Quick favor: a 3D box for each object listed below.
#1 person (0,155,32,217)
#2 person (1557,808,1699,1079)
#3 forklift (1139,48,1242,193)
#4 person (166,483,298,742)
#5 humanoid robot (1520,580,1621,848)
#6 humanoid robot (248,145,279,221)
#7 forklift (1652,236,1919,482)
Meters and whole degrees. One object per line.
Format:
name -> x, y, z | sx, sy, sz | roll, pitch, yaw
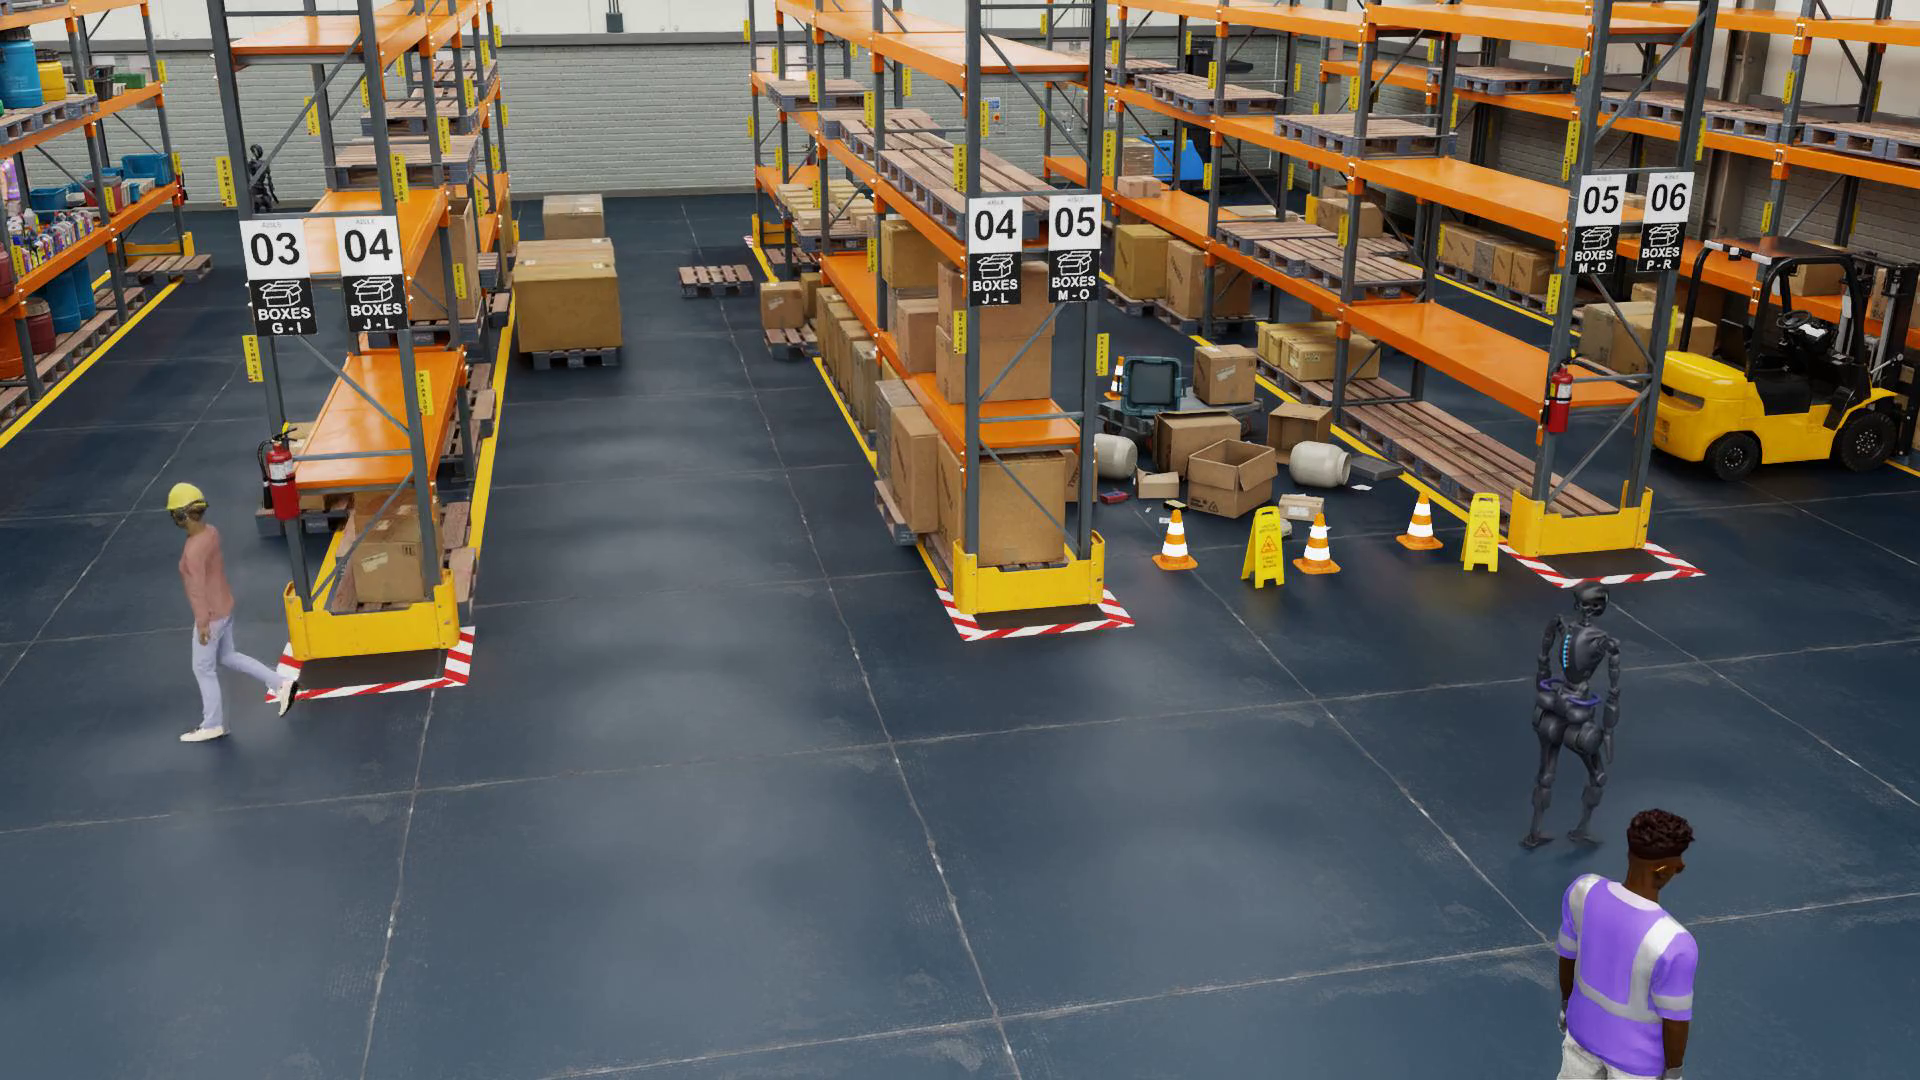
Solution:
person -> -15.359, -5.557, 27.131 | 0.349, 1.688, 0.489 | 11, 23, 27
person -> 2.600, 1.946, 6.537 | 0.373, 1.959, 0.602 | -11, 23, -26
forklift -> 4.566, -8.313, 32.860 | 1.873, 2.768, 1.129 | -4, 21, -12
person -> -4.810, 0.459, 10.854 | 0.677, 1.732, 0.540 | -4, 21, -10
humanoid robot -> 3.510, 0.992, 9.517 | 0.496, 1.649, 0.583 | -12, 24, -30
humanoid robot -> -11.623, -5.764, 27.743 | 0.754, 1.626, 0.602 | 7, 22, 19
forklift -> 8.013, -1.814, 16.330 | 2.313, 2.155, 1.214 | -4, 21, -12
